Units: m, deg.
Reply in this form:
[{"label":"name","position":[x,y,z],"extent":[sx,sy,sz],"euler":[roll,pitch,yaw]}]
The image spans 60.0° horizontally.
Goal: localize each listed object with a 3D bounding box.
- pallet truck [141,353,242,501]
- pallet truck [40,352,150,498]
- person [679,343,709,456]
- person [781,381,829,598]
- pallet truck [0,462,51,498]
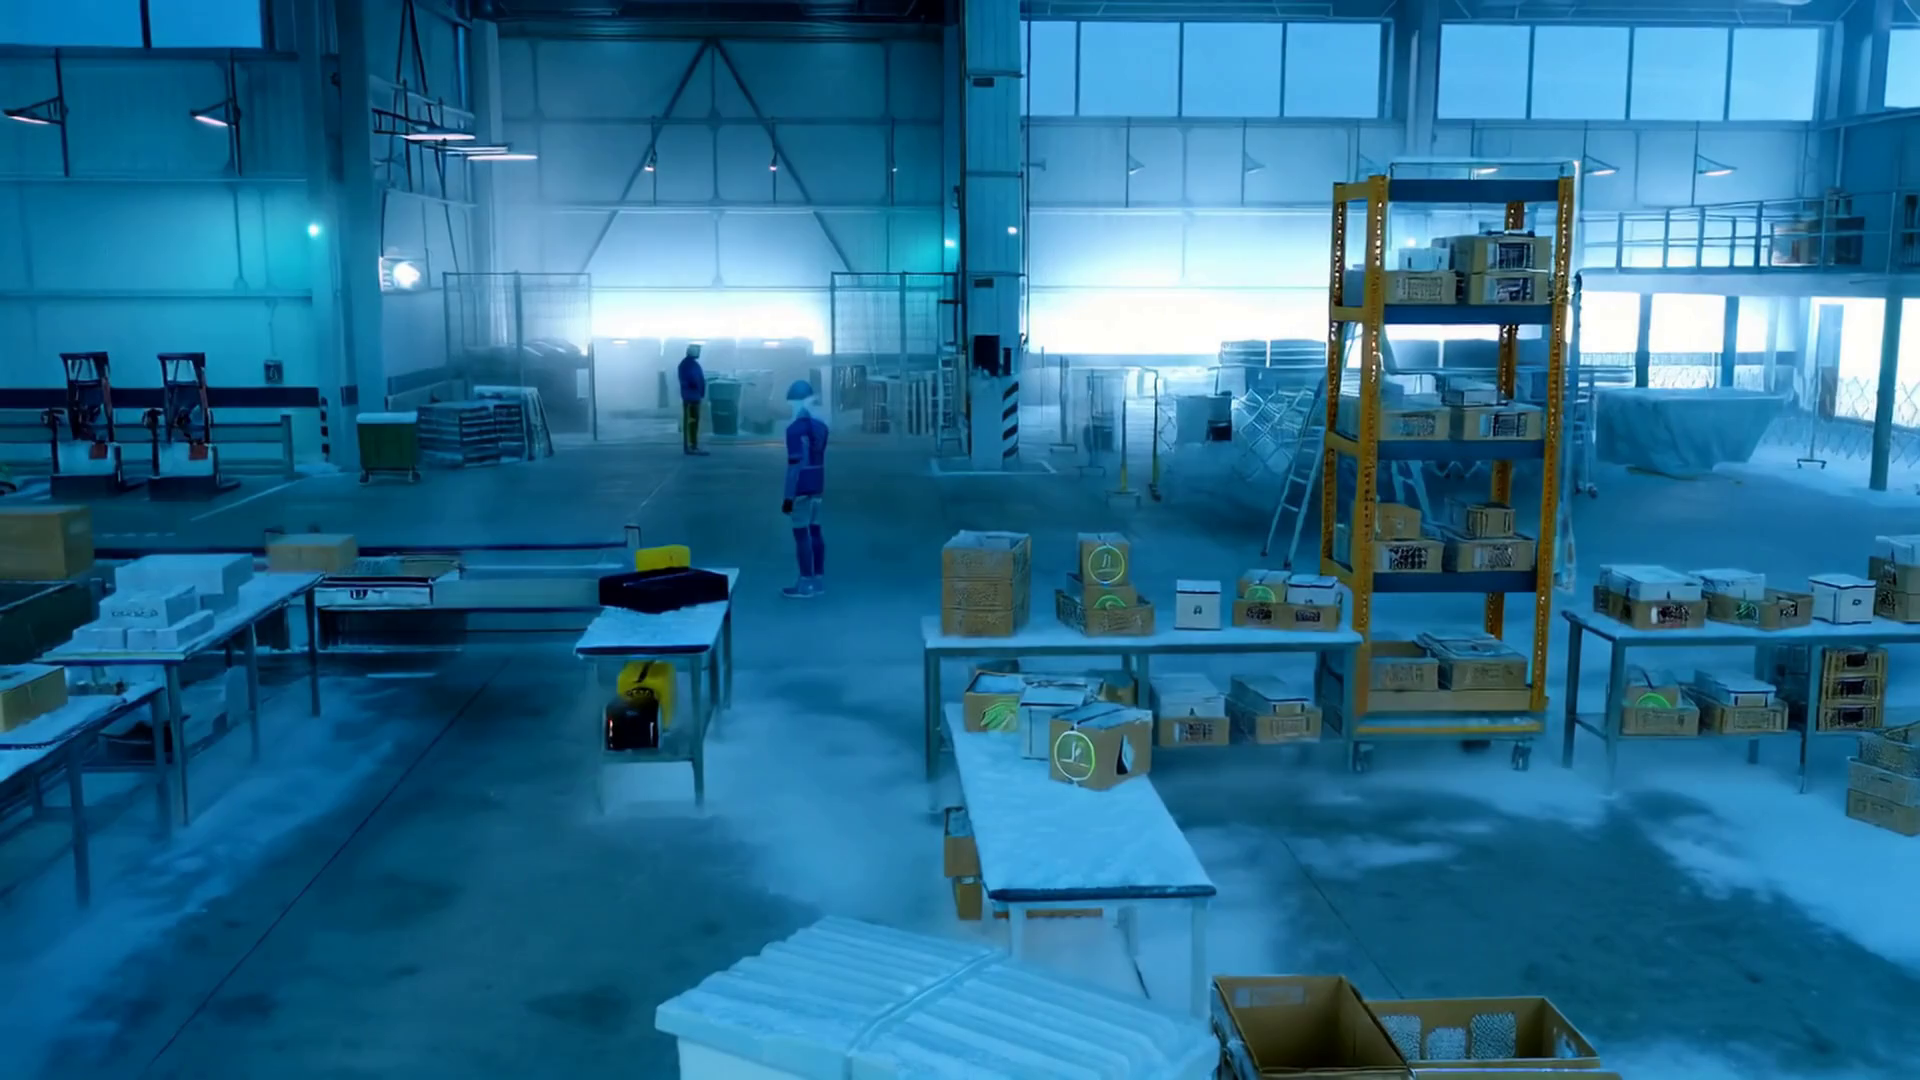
[{"label":"pallet truck","position":[-10.520,-1.604,22.925],"extent":[0.823,1.965,1.885],"euler":[-1,9,-6]},{"label":"pallet truck","position":[-11.907,-1.642,23.165],"extent":[0.823,1.965,1.885],"euler":[0,9,0]},{"label":"person","position":[-4.470,-2.355,27.921],"extent":[0.409,1.907,0.651],"euler":[-5,10,-28]},{"label":"person","position":[-1.487,-0.476,15.697],"extent":[0.375,2.044,0.607],"euler":[4,10,24]},{"label":"pallet truck","position":[-13.193,-1.293,23.148],"extent":[0.653,1.274,1.630],"euler":[-1,9,-4]}]
